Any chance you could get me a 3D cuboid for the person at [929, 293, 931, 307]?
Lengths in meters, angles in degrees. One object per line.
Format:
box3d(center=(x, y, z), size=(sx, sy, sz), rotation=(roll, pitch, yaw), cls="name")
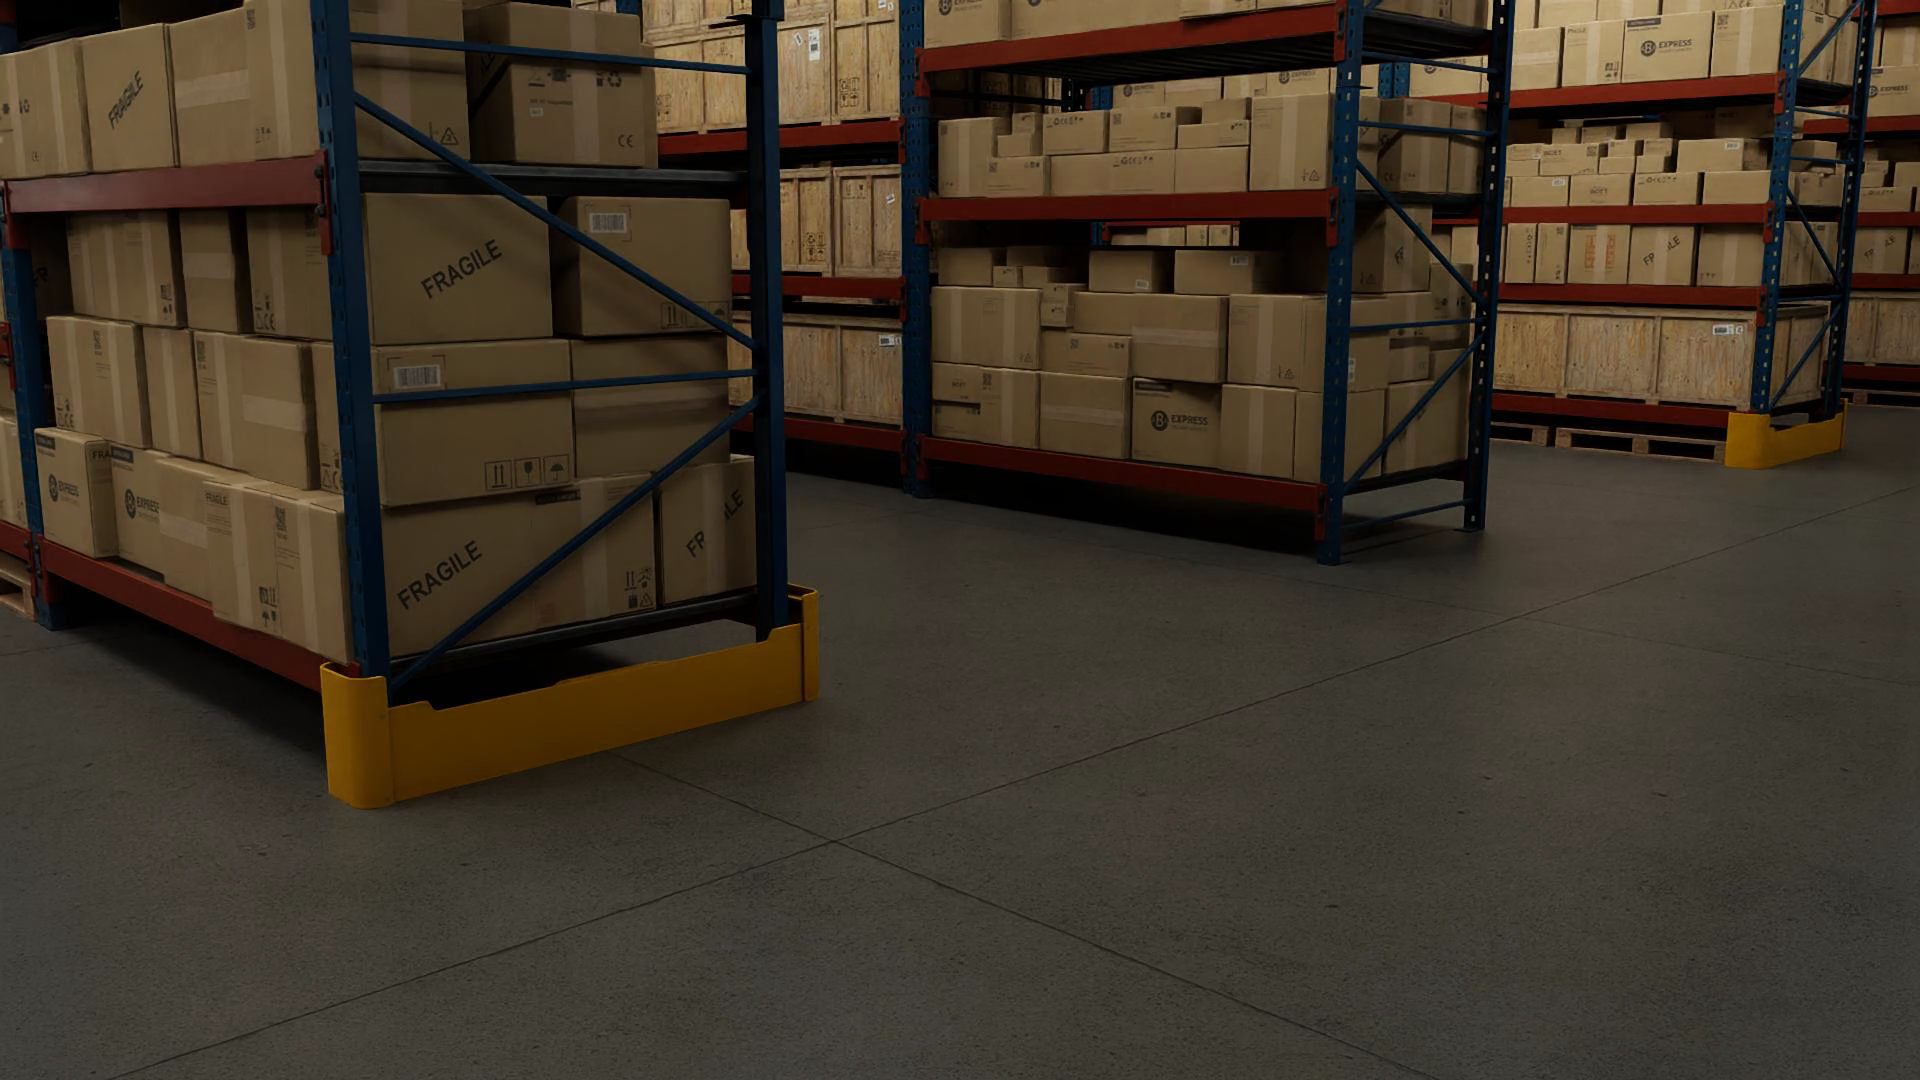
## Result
box3d(center=(-0.271, -2.339, 19.159), size=(0.625, 1.957, 1.007), rotation=(-7, 13, -35), cls="person")
